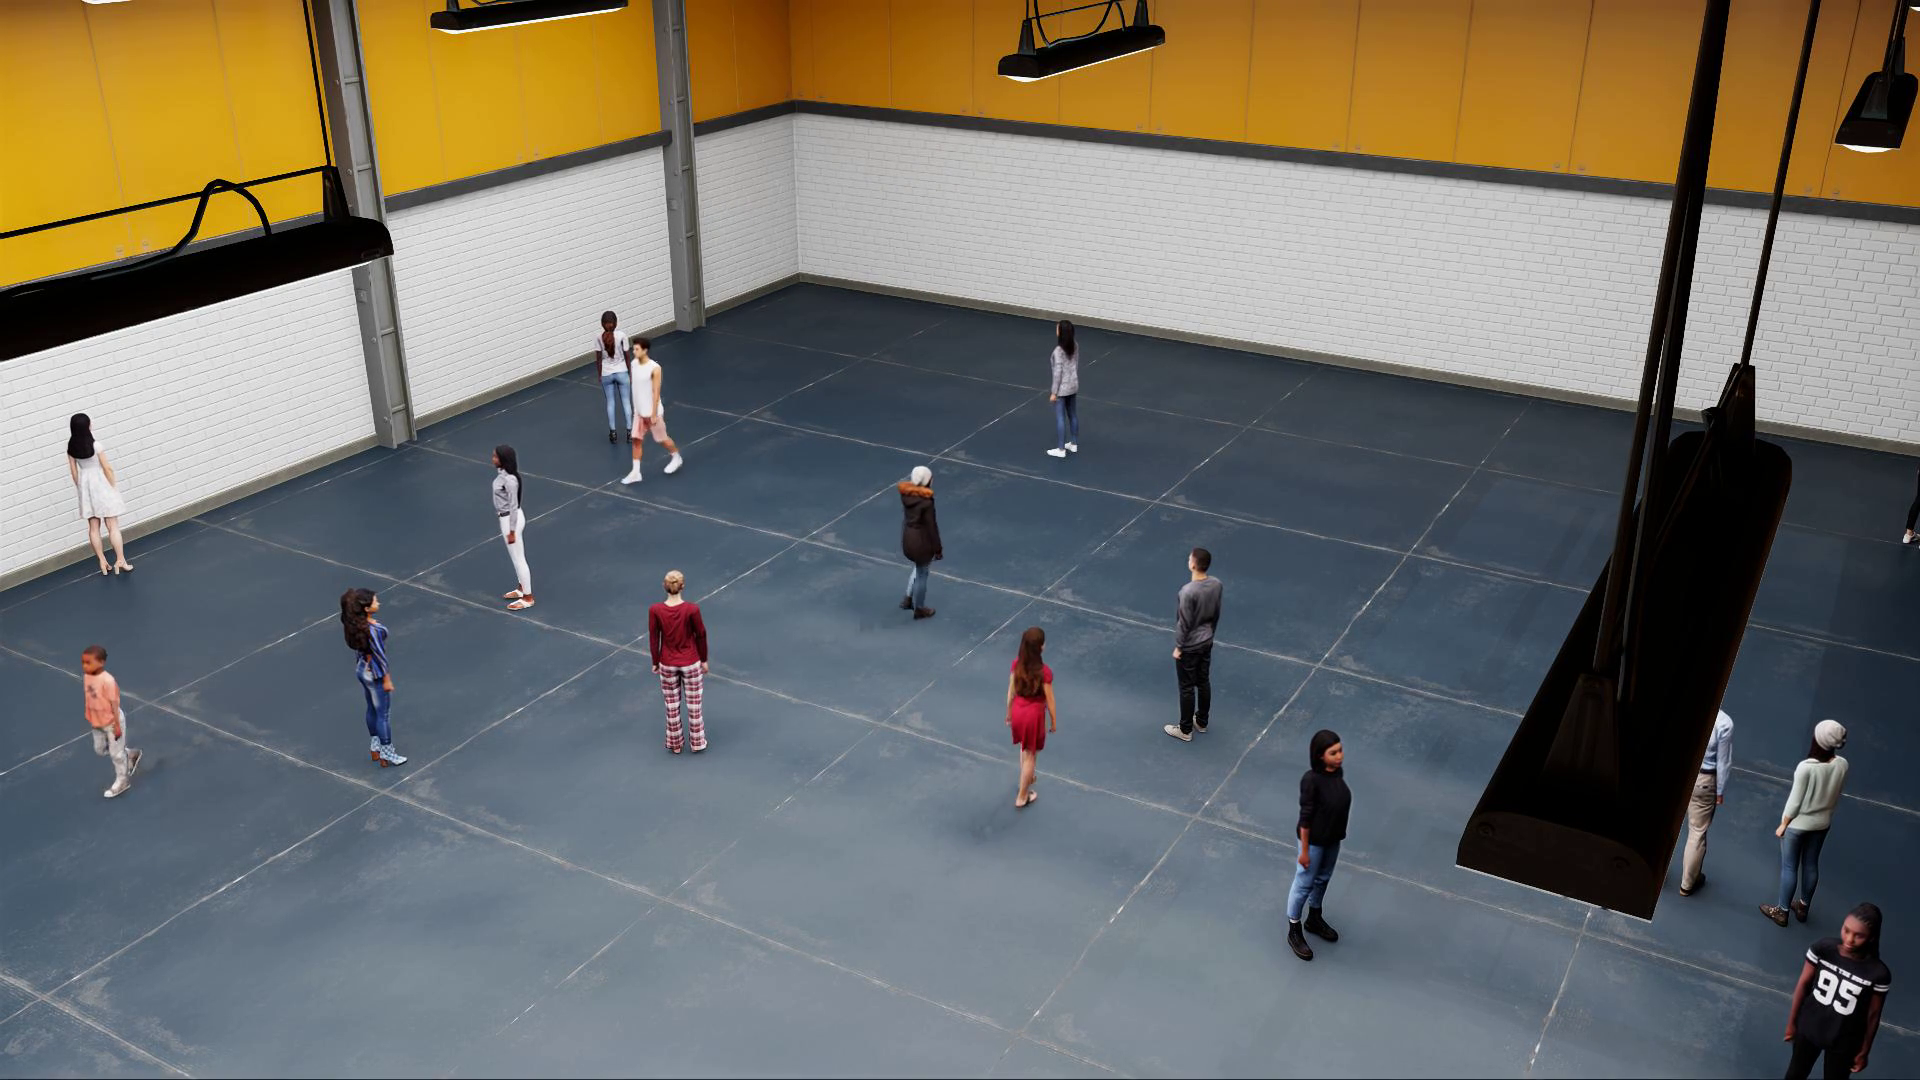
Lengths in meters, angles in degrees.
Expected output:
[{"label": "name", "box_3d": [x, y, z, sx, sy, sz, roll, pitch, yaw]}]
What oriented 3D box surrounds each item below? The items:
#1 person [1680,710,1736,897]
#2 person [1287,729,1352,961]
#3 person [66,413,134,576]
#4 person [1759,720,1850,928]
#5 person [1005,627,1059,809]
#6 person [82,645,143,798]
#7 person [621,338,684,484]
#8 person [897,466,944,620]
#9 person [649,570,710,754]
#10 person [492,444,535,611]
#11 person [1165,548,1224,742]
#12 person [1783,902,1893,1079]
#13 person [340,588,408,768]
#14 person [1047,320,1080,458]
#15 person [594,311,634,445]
[{"label": "person", "box_3d": [5.348, 1.752, 12.168, 0.647, 1.848, 0.610, 15, 28, 30]}, {"label": "person", "box_3d": [2.495, 2.086, 11.586, 0.574, 1.702, 0.690, -19, 30, -37]}, {"label": "person", "box_3d": [-9.014, -0.481, 17.367, 0.757, 1.774, 0.782, 2, 24, 4]}, {"label": "person", "box_3d": [6.040, 1.999, 11.855, 0.638, 1.645, 0.692, -5, 24, -12]}, {"label": "person", "box_3d": [0.519, 1.437, 13.276, 0.560, 1.536, 0.656, 14, 27, 29]}, {"label": "person", "box_3d": [-6.908, 1.440, 13.565, 0.523, 1.299, 0.690, 10, 26, 22]}, {"label": "person", "box_3d": [-3.644, -1.566, 19.884, 0.773, 1.748, 1.163, 19, 30, 36]}, {"label": "person", "box_3d": [-0.457, 0.045, 16.345, 0.741, 1.629, 0.736, -18, 29, -35]}, {"label": "person", "box_3d": [-2.366, 1.016, 14.037, 0.692, 1.699, 0.695, -1, 24, -3]}, {"label": "person", "box_3d": [-4.496, -0.151, 16.676, 0.708, 1.724, 0.672, -9, 25, -19]}, {"label": "person", "box_3d": [2.019, 0.882, 14.266, 0.605, 1.761, 0.749, -18, 29, -35]}, {"label": "person", "box_3d": [5.095, 2.881, 9.734, 0.666, 1.728, 0.651, 21, 31, 40]}, {"label": "person", "box_3d": [-4.888, 1.131, 13.881, 0.662, 1.614, 0.674, -18, 29, -35]}, {"label": "person", "box_3d": [1.307, -1.892, 20.648, 0.721, 1.732, 0.549, 22, 32, 40]}, {"label": "person", "box_3d": [-4.373, -2.074, 21.080, 0.669, 1.719, 0.694, -1, 24, -3]}]
